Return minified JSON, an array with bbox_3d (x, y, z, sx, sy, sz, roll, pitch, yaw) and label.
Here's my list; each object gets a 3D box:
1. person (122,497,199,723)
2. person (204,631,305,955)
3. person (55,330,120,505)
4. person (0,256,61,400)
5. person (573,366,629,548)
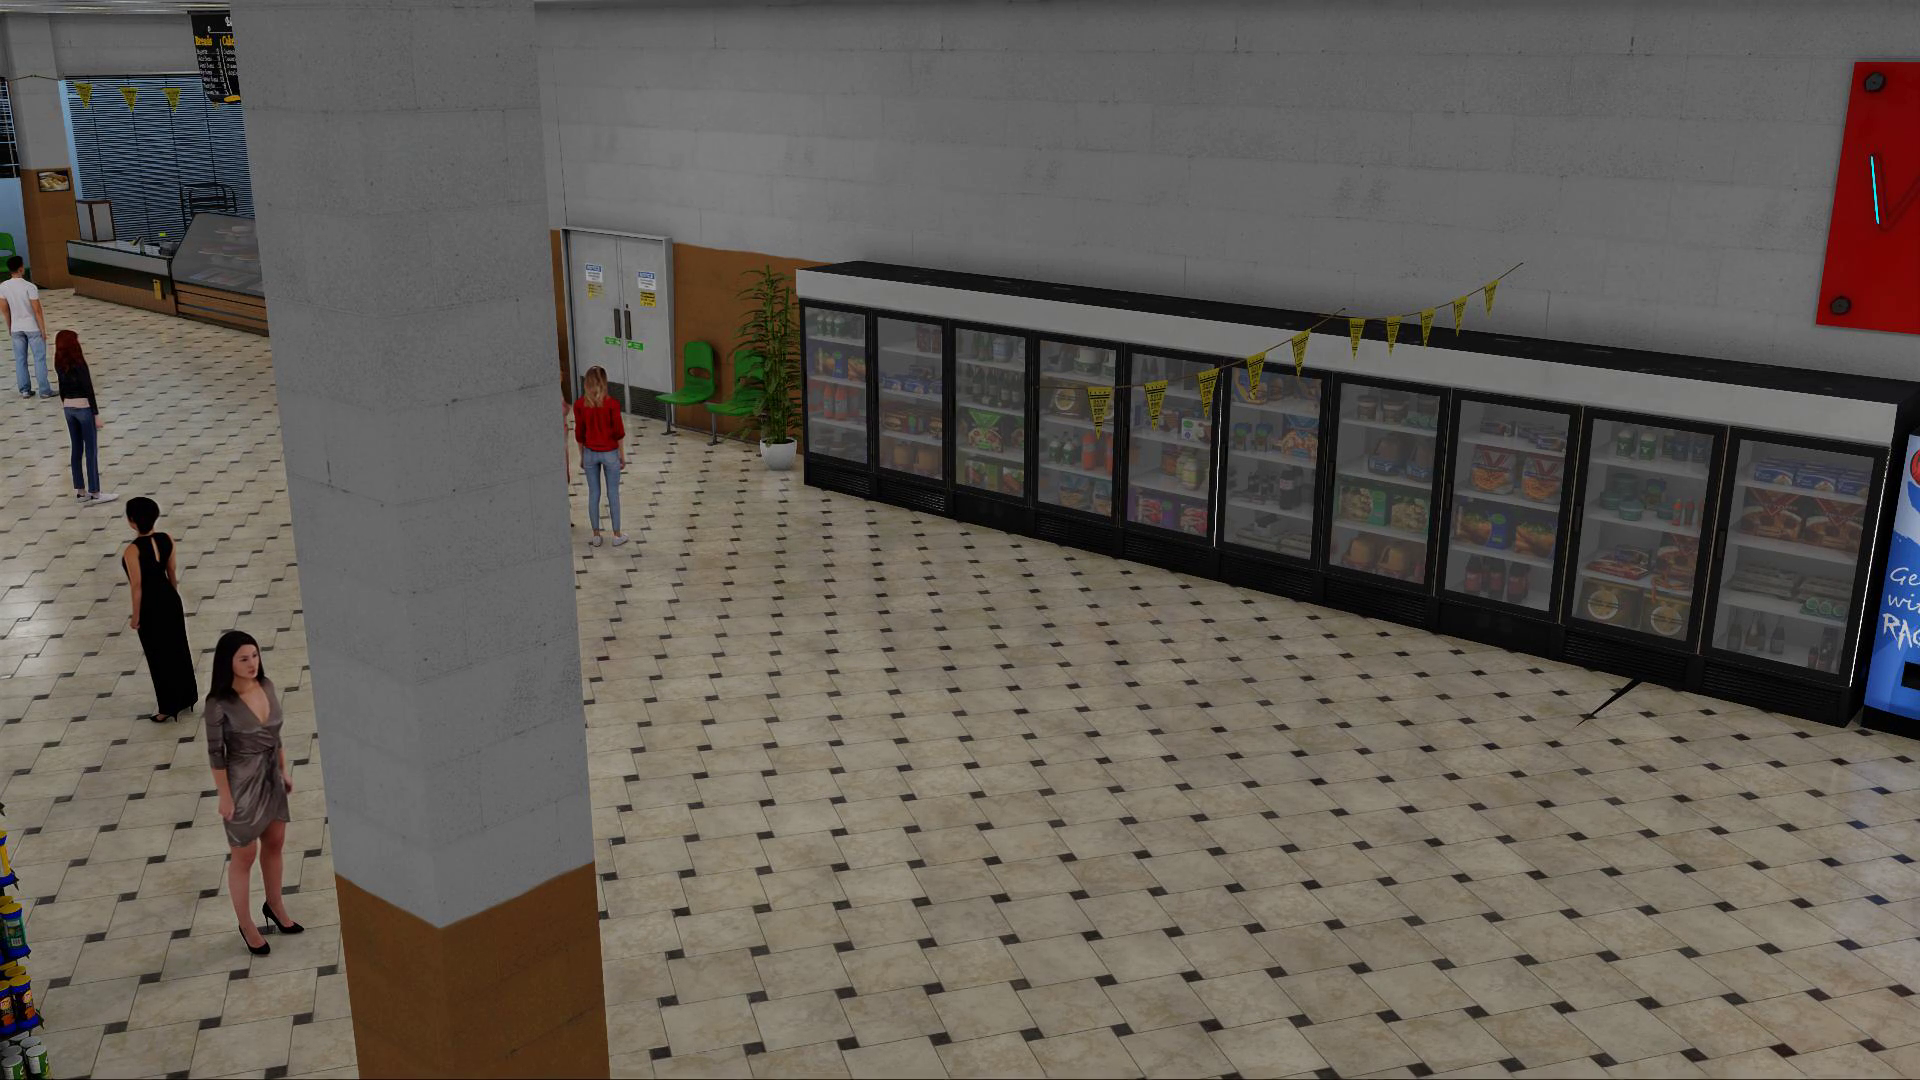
[{"bbox_3d":[-5.558,0.480,11.524,0.714,1.603,0.584,5,18,16],"label":"person"},{"bbox_3d":[-3.659,1.289,8.614,0.703,1.745,0.537,7,18,23],"label":"person"},{"bbox_3d":[-8.955,-1.260,16.935,0.634,1.787,0.605,8,19,25],"label":"person"},{"bbox_3d":[-12.266,-2.788,21.839,0.750,1.861,0.770,1,17,3],"label":"person"},{"bbox_3d":[-3.346,-0.781,15.501,0.683,1.704,0.713,0,17,2],"label":"person"}]
